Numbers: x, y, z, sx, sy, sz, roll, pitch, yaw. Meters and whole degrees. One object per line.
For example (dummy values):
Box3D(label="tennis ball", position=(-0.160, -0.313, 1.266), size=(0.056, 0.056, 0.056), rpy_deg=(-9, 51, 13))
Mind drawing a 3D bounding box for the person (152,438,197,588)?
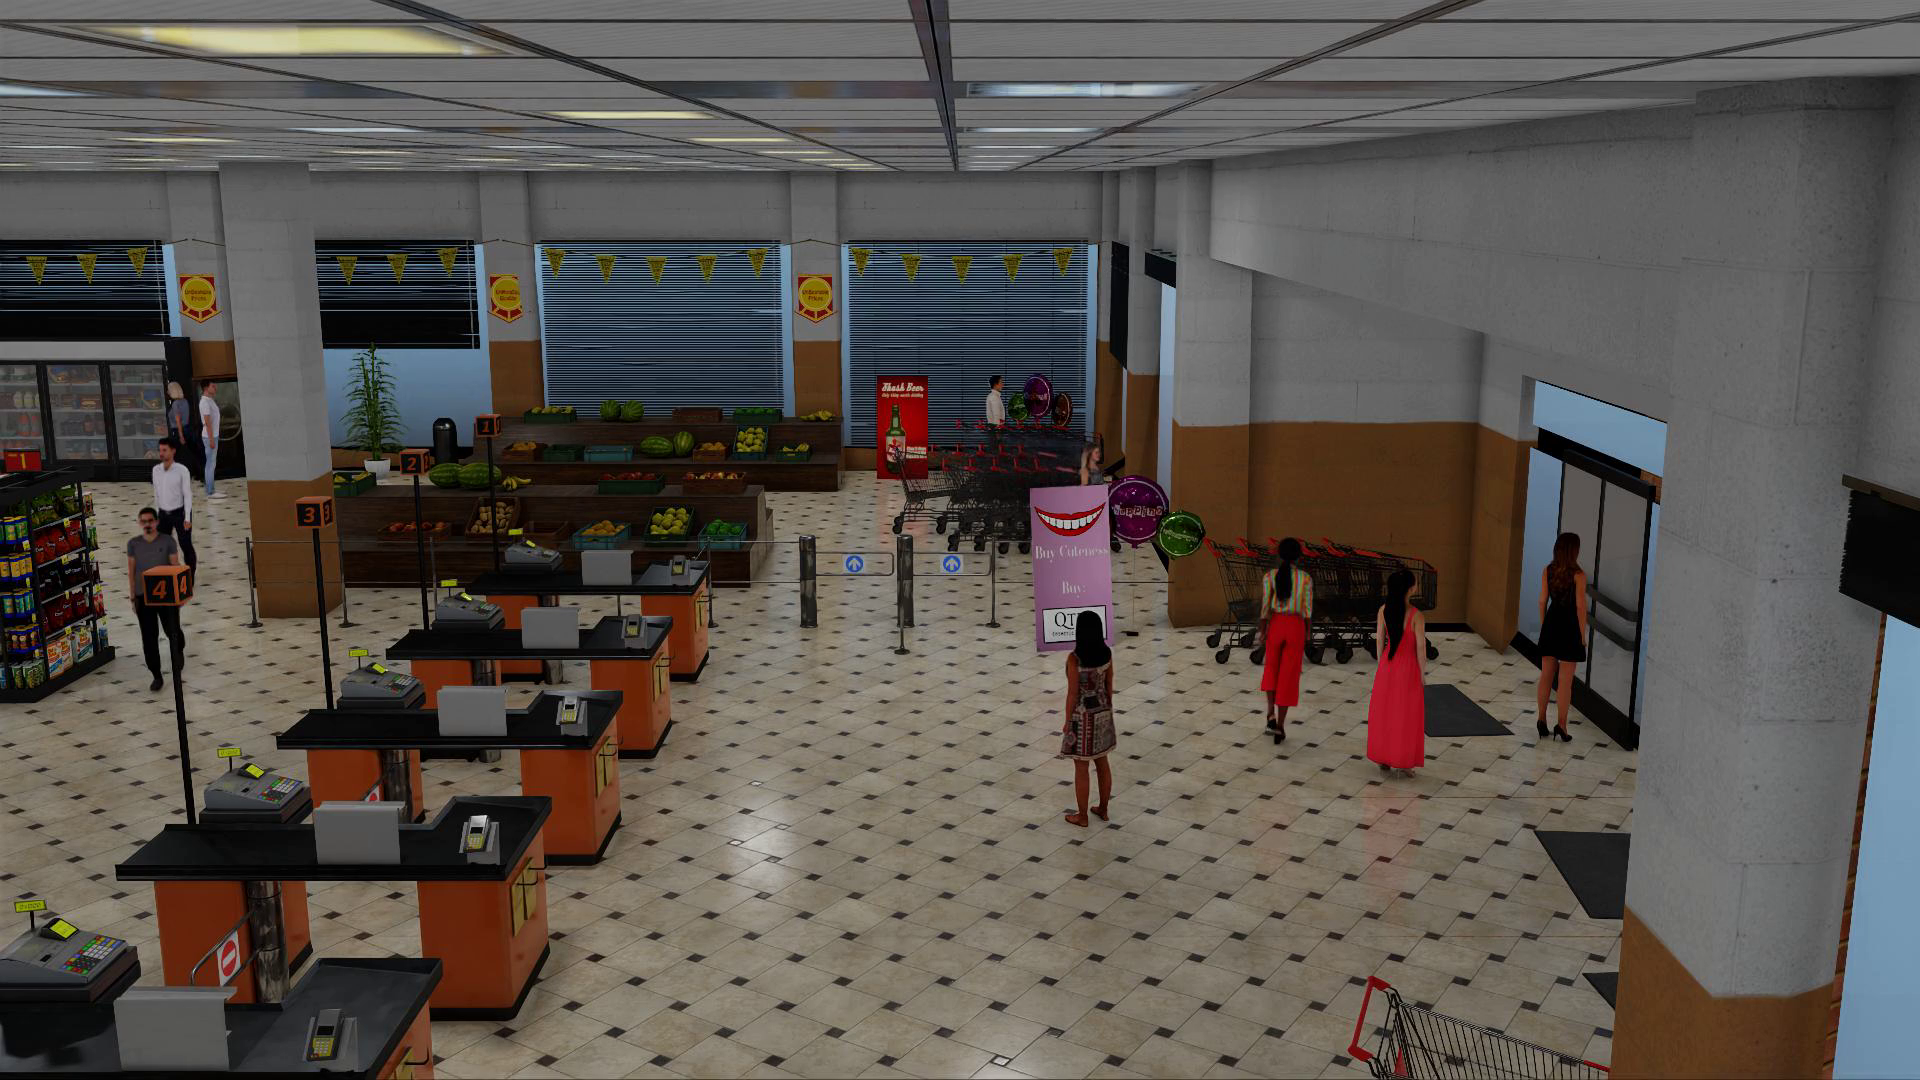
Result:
Box3D(label="person", position=(-9.264, -0.299, 19.719), size=(1.005, 1.844, 0.763), rpy_deg=(1, 12, 5))

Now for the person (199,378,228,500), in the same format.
Box3D(label="person", position=(-11.640, -1.586, 25.814), size=(0.687, 1.850, 0.726), rpy_deg=(-5, 13, -23))

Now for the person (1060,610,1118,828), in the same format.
Box3D(label="person", position=(0.967, 1.327, 12.481), size=(0.673, 1.645, 0.787), rpy_deg=(-8, 14, -34))

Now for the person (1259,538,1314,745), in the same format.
Box3D(label="person", position=(2.786, 0.886, 14.251), size=(0.749, 1.778, 0.774), rpy_deg=(4, 13, 19))

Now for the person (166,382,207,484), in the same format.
Box3D(label="person", position=(-12.372, -1.670, 26.678), size=(1.160, 1.658, 0.684), rpy_deg=(1, 12, 6))

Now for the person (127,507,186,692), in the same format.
Box3D(label="person", position=(-7.722, 0.538, 16.001), size=(0.937, 1.737, 0.857), rpy_deg=(-4, 12, -18))

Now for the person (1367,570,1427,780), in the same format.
Box3D(label="person", position=(3.554, 1.079, 13.456), size=(0.704, 1.727, 0.771), rpy_deg=(11, 16, 41))

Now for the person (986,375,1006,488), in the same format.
Box3D(label="person", position=(0.560, -1.746, 26.670), size=(0.588, 1.811, 0.692), rpy_deg=(-2, 12, -7))

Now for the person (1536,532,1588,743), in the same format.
Box3D(label="person", position=(5.187, 0.833, 14.365), size=(0.712, 1.834, 0.666), rpy_deg=(-10, 15, -39))
